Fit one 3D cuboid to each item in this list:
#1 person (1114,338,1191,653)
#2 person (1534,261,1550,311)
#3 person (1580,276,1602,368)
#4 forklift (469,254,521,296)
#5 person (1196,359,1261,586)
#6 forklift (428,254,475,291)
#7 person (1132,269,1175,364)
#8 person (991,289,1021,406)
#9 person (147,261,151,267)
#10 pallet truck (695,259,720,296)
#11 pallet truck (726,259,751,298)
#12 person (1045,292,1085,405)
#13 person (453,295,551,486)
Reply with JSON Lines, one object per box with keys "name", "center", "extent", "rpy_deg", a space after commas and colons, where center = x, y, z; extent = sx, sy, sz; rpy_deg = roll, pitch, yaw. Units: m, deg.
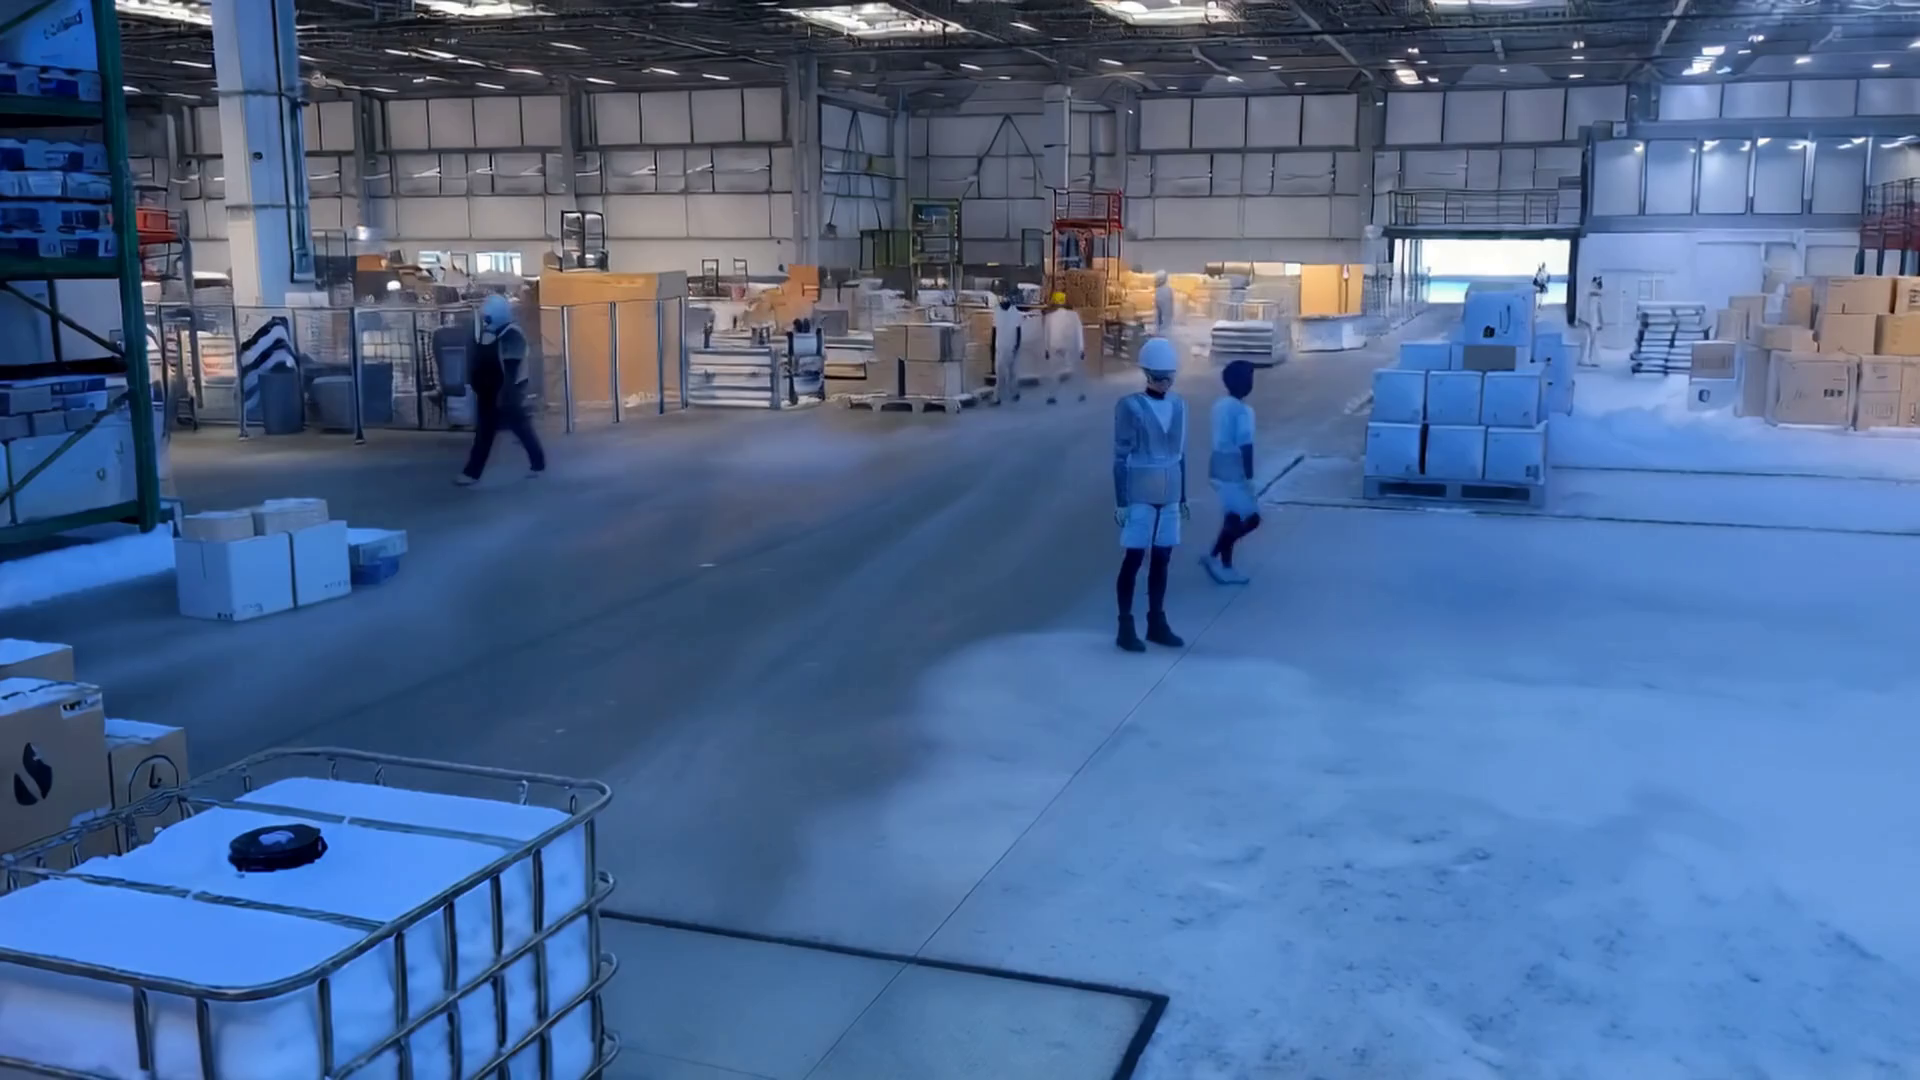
{"name": "person", "center": [1.206, -0.273, 10.268], "extent": [0.552, 1.934, 0.373], "rpy_deg": [-6, 12, -30]}
{"name": "person", "center": [22.060, -9.614, 63.036], "extent": [0.572, 1.880, 0.356], "rpy_deg": [3, 11, 18]}
{"name": "person", "center": [12.881, -4.427, 33.866], "extent": [0.310, 1.864, 0.534], "rpy_deg": [-2, 10, -12]}
{"name": "forklift", "center": [-17.990, -10.121, 64.684], "extent": [1.157, 1.987, 2.680], "rpy_deg": [3, 11, 17]}
{"name": "person", "center": [1.962, -0.472, 12.083], "extent": [0.416, 1.685, 0.550], "rpy_deg": [-3, 11, -17]}
{"name": "forklift", "center": [-20.133, -10.254, 65.465], "extent": [1.157, 1.987, 2.680], "rpy_deg": [3, 11, 19]}
{"name": "person", "center": [4.018, -4.502, 33.911], "extent": [1.031, 1.993, 0.624], "rpy_deg": [7, 12, 36]}
{"name": "person", "center": [0.747, -3.037, 26.152], "extent": [0.508, 1.837, 0.875], "rpy_deg": [3, 10, 16]}
{"name": "person", "center": [-33.946, -10.742, 69.538], "extent": [0.568, 1.828, 0.452], "rpy_deg": [3, 10, 14]}
{"name": "pallet truck", "center": [-9.165, -9.627, 62.776], "extent": [0.823, 1.965, 1.885], "rpy_deg": [4, 11, 23]}
{"name": "pallet truck", "center": [-7.986, -9.493, 62.019], "extent": [0.823, 1.965, 1.885], "rpy_deg": [3, 11, 17]}
{"name": "person", "center": [1.663, -3.025, 26.247], "extent": [0.641, 1.773, 0.679], "rpy_deg": [2, 10, 9]}
{"name": "person", "center": [-4.802, -1.591, 17.394], "extent": [0.679, 2.000, 1.018], "rpy_deg": [8, 13, 39]}
